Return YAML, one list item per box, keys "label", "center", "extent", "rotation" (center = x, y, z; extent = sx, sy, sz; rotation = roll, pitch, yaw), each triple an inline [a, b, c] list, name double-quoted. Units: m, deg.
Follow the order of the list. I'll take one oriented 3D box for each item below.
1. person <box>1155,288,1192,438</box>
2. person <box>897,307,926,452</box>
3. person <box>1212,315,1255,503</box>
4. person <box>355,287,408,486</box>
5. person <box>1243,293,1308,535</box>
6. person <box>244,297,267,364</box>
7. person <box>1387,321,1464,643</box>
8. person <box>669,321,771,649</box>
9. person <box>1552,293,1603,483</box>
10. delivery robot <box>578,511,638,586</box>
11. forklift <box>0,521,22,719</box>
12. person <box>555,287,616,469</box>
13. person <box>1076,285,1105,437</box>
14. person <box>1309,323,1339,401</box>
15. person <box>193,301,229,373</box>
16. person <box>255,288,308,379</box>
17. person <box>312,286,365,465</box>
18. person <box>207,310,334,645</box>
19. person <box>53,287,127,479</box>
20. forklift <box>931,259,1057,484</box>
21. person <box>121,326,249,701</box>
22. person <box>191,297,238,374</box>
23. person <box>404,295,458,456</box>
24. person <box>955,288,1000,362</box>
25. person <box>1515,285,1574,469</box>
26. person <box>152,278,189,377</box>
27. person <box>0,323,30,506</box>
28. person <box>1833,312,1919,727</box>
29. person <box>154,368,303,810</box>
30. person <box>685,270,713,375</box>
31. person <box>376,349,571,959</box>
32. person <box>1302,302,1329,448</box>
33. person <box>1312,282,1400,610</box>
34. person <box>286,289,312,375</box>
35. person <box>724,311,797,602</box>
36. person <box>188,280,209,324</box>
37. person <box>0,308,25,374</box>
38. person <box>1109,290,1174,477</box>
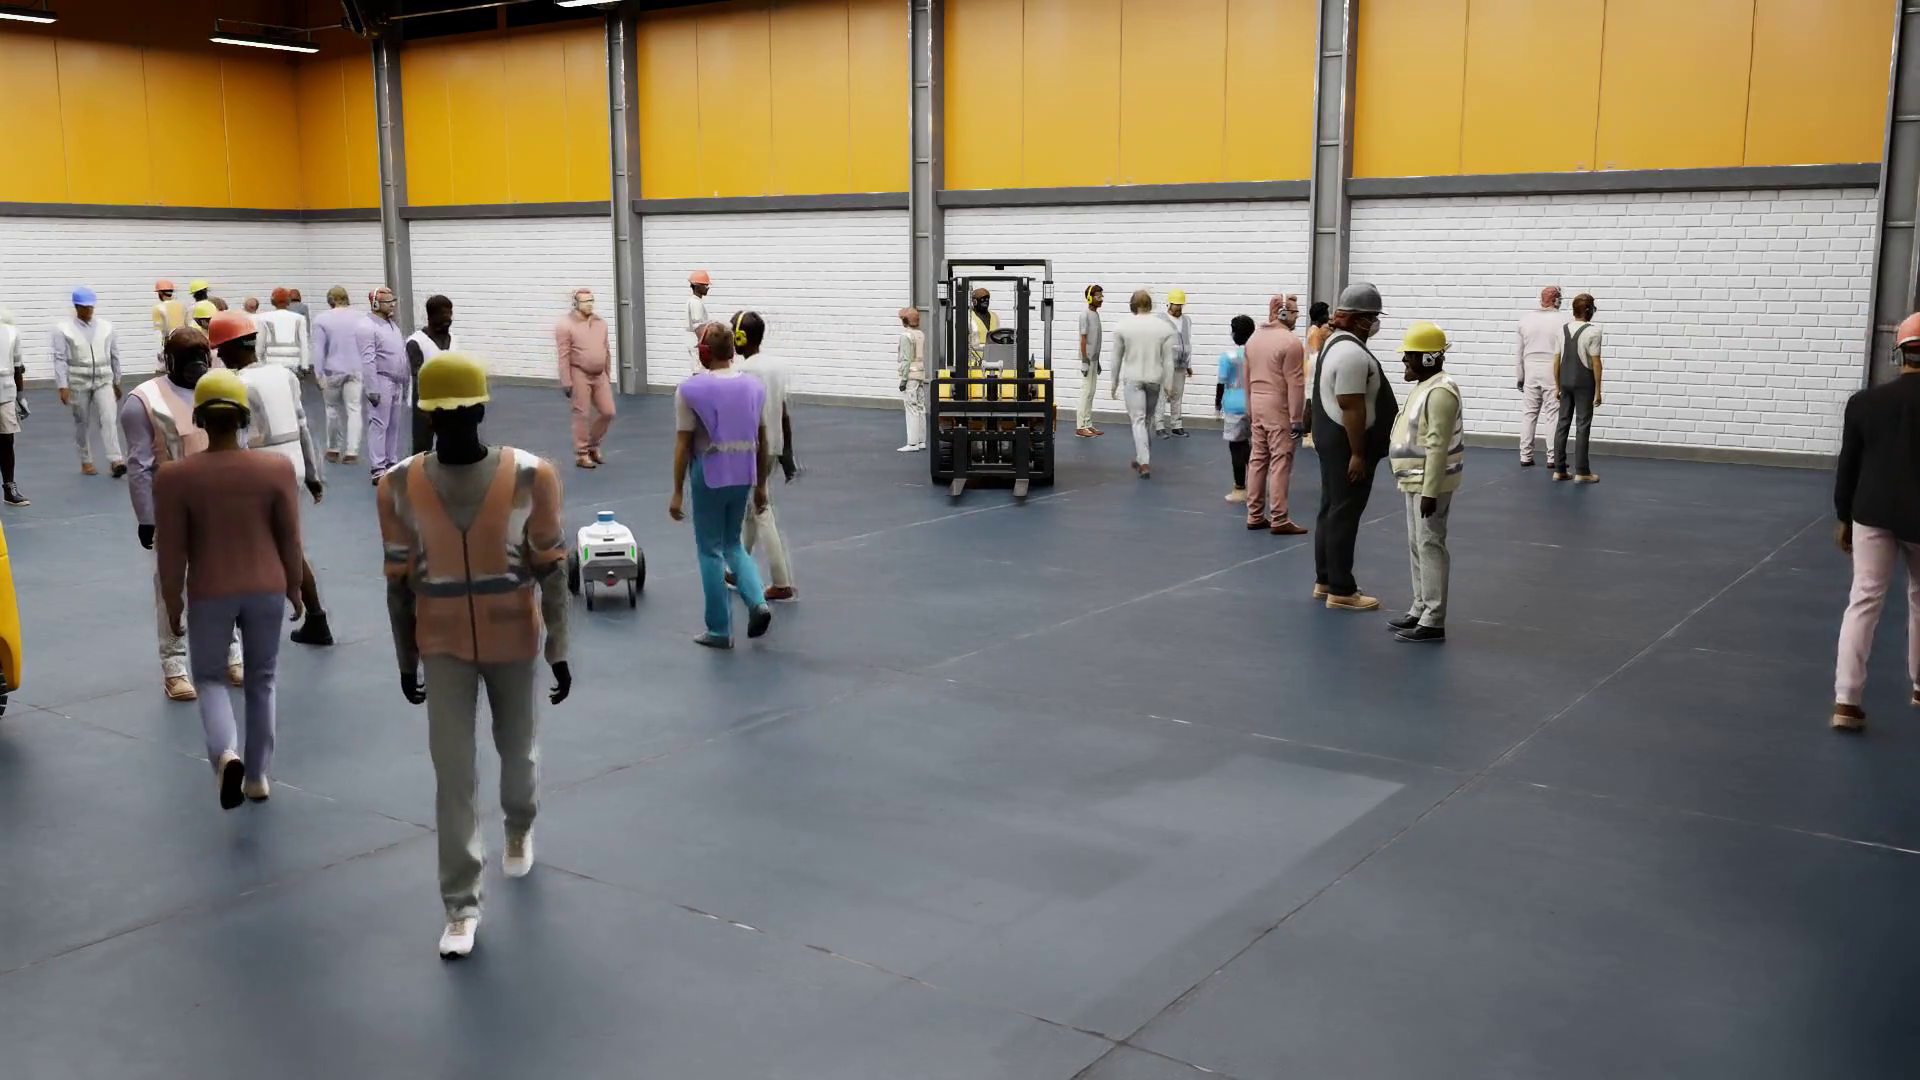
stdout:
- label: "person"
  center: [2.608, -2.159, 20.368]
  extent: [0.586, 1.825, 0.403]
  rotation: [-5, 11, -29]
- label: "person"
  center: [-0.549, -1.814, 18.868]
  extent: [0.310, 1.636, 0.523]
  rotation: [4, 10, 20]
- label: "person"
  center: [2.511, -1.165, 14.875]
  extent: [0.541, 1.684, 0.381]
  rotation: [-6, 11, -31]
- label: "person"
  center: [-5.536, -1.477, 16.060]
  extent: [0.410, 1.909, 0.642]
  rotation: [1, 10, 5]
- label: "person"
  center: [2.531, -0.998, 13.224]
  extent: [0.399, 1.903, 0.644]
  rotation: [-5, 11, -26]
- label: "person"
  center: [-10.882, -2.925, 25.567]
  extent: [0.522, 1.614, 0.770]
  rotation: [-1, 10, -5]
- label: "person"
  center: [2.645, -0.330, 9.488]
  extent: [0.403, 1.825, 0.591]
  rotation: [1, 10, 4]
- label: "person"
  center: [-1.333, -0.297, 9.270]
  extent: [0.432, 1.831, 0.578]
  rotation: [9, 13, 44]
- label: "person"
  center: [6.038, -1.476, 16.232]
  extent: [0.340, 1.845, 0.513]
  rotation: [-7, 12, -35]
- label: "delivery robot"
  center: [-2.259, 0.061, 10.640]
  extent: [0.477, 0.478, 0.707]
  rotation: [-3, 10, -15]
- label: "forklift"
  center: [-5.296, -0.090, 6.943]
  extent: [1.214, 2.155, 2.313]
  rotation: [7, 12, 35]
- label: "person"
  center: [-3.879, -1.684, 17.340]
  extent: [0.441, 1.887, 0.668]
  rotation: [9, 13, 41]
- label: "person"
  center: [1.619, -2.206, 20.515]
  extent: [0.310, 1.868, 0.532]
  rotation: [4, 10, 23]
- label: "person"
  center: [3.412, -1.179, 15.188]
  extent: [0.537, 1.603, 0.324]
  rotation: [-4, 10, -24]
- label: "person"
  center: [-7.332, -1.444, 16.279]
  extent: [0.318, 1.769, 0.522]
  rotation: [4, 10, 21]
- label: "person"
  center: [-8.334, -2.178, 20.467]
  extent: [0.594, 1.836, 0.980]
  rotation: [-7, 12, -37]
- label: "person"
  center: [-6.620, -1.759, 17.788]
  extent: [0.648, 1.886, 0.888]
  rotation: [-7, 12, -36]
- label: "person"
  center: [-3.958, -0.335, 9.341]
  extent: [0.903, 1.879, 0.606]
  rotation: [3, 10, 15]
- label: "person"
  center: [-8.625, -1.551, 16.513]
  extent: [0.643, 1.892, 1.009]
  rotation: [-8, 13, -41]
- label: "forklift"
  center: [0.370, -1.738, 16.759]
  extent: [1.214, 2.155, 2.313]
  rotation: [1, 10, 3]
- label: "person"
  center: [-3.794, -0.139, 8.285]
  extent: [0.429, 1.841, 0.633]
  rotation: [7, 12, 36]
- label: "person"
  center: [-7.599, -1.585, 17.084]
  extent: [0.624, 1.796, 0.988]
  rotation: [-1, 10, -9]
- label: "person"
  center: [-4.266, -1.079, 13.783]
  extent: [0.988, 1.875, 0.608]
  rotation: [4, 10, 25]
- label: "person"
  center: [0.249, -2.067, 19.762]
  extent: [0.633, 1.842, 0.429]
  rotation: [-7, 12, -37]
- label: "person"
  center: [6.139, -1.702, 17.403]
  extent: [0.399, 1.907, 0.644]
  rotation: [-9, 13, -44]
- label: "person"
  center: [-11.100, -2.701, 23.322]
  extent: [0.564, 1.913, 0.564]
  rotation: [6, 11, 32]
- label: "person"
  center: [-8.473, -1.252, 14.541]
  extent: [0.369, 1.967, 0.600]
  rotation: [7, 12, 36]
- label: "person"
  center: [4.415, -0.100, 7.803]
  extent: [0.620, 1.933, 1.064]
  rotation: [8, 13, 41]
- label: "person"
  center: [-2.817, 0.211, 6.478]
  extent: [0.530, 1.752, 0.554]
  rotation: [-5, 11, -29]
- label: "person"
  center: [-3.451, -2.564, 22.128]
  extent: [0.376, 2.041, 0.615]
  rotation: [-3, 10, -16]
- label: "person"
  center: [-1.588, 0.307, 5.495]
  extent: [0.592, 1.888, 0.951]
  rotation: [-2, 10, -11]
- label: "person"
  center: [4.133, -1.917, 19.329]
  extent: [0.318, 1.695, 0.534]
  rotation: [2, 10, 10]
- label: "person"
  center: [2.478, -0.597, 10.417]
  extent: [0.535, 2.000, 0.687]
  rotation: [0, 10, 1]
- label: "person"
  center: [-12.555, -3.929, 31.470]
  extent: [0.507, 1.631, 0.266]
  rotation: [-2, 10, -13]
- label: "person"
  center: [-1.397, -0.531, 10.634]
  extent: [0.883, 1.829, 0.535]
  rotation: [6, 11, 32]
- label: "person"
  center: [-10.972, -2.829, 24.174]
  extent: [0.835, 1.877, 0.634]
  rotation: [3, 10, 16]
- label: "person"
  center: [-11.522, -2.128, 19.828]
  extent: [0.611, 1.938, 1.038]
  rotation: [-2, 10, -10]
- label: "person"
  center: [1.843, -1.581, 16.808]
  extent: [0.635, 1.887, 1.001]
  rotation: [-2, 10, -10]
